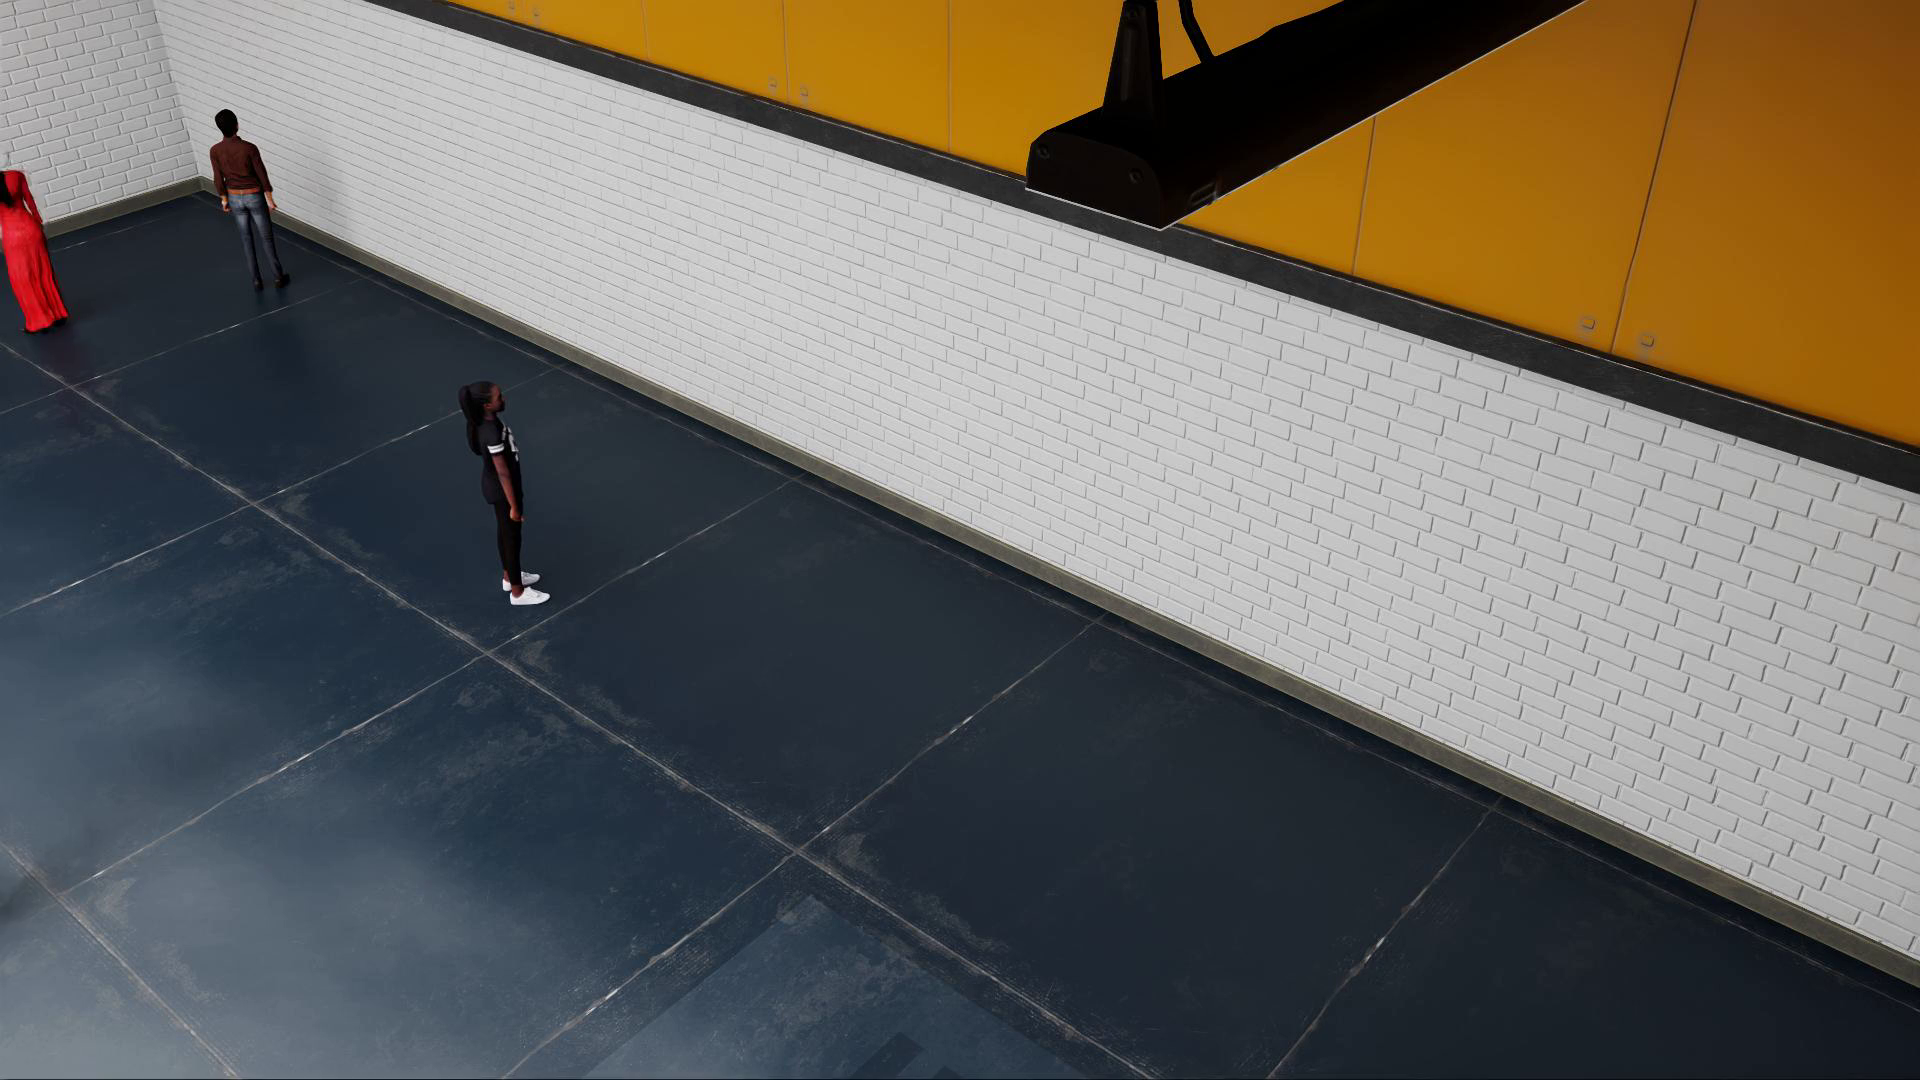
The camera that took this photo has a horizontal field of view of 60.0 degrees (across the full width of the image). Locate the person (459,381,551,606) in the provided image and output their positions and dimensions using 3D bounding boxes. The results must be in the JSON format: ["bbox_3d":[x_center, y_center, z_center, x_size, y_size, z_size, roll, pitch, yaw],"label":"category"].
[{"bbox_3d":[-3.181,-0.340,11.604,0.714,1.729,0.704,-14,36,-20],"label":"person"}]

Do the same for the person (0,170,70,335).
[{"bbox_3d":[-8.563,-2.753,15.206,0.592,1.771,0.723,-25,41,-32],"label":"person"}]

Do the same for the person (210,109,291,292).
[{"bbox_3d":[-6.830,-3.254,15.940,0.689,1.782,0.772,-5,34,-8],"label":"person"}]
